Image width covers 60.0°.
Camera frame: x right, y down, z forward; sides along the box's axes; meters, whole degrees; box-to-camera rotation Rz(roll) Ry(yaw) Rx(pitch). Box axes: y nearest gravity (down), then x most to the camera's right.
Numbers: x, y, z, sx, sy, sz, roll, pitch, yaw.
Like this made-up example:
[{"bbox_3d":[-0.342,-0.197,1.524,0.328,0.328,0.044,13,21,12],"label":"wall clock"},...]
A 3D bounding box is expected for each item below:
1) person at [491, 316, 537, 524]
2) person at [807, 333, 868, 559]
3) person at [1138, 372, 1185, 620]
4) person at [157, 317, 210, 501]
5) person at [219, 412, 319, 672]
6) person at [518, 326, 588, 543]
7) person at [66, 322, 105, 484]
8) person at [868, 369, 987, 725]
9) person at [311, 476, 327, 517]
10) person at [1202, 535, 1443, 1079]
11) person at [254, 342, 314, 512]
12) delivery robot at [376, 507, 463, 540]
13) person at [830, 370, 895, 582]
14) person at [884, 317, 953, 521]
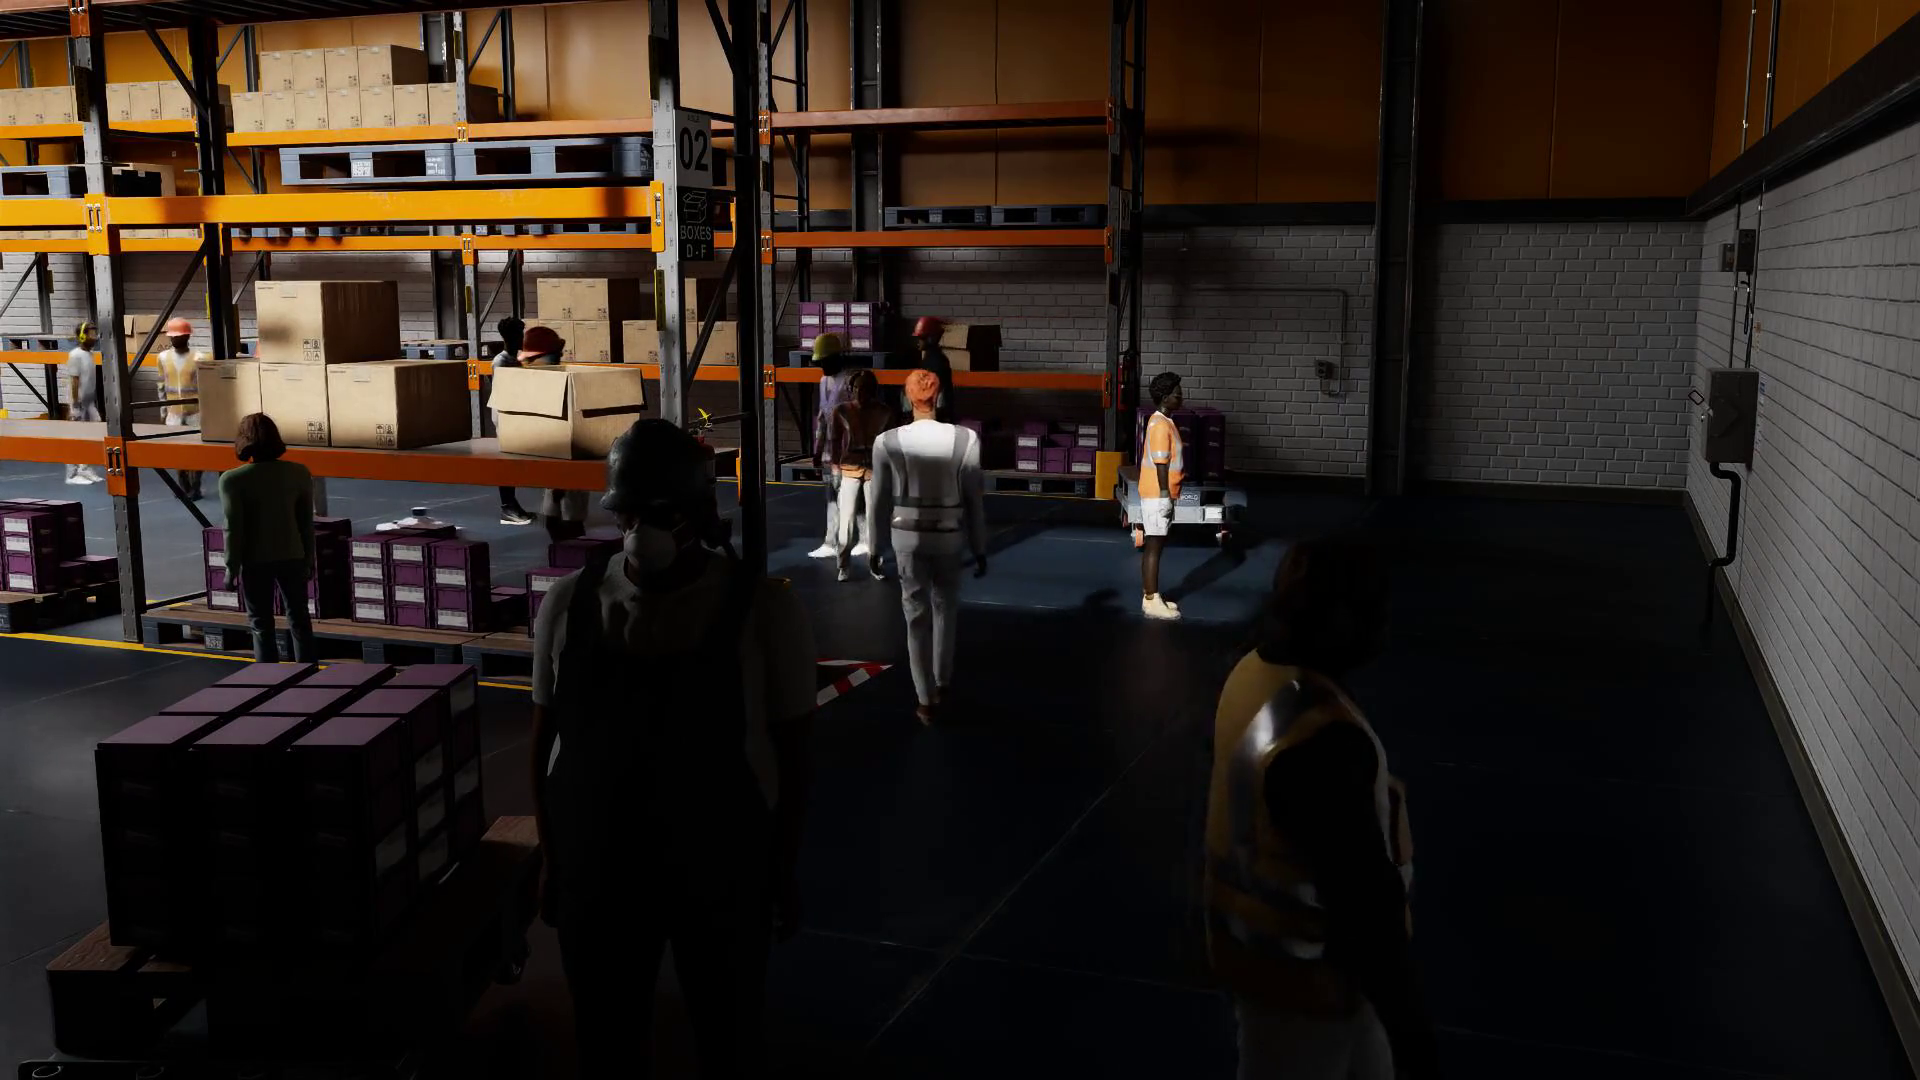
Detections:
[{"bbox_3d":[-4.257,-1.137,15.825,0.368,1.966,0.600,-1,9,-3],"label":"person"},{"bbox_3d":[-1.031,-0.773,13.819,0.801,1.870,0.608,-5,10,-28],"label":"person"},{"bbox_3d":[1.391,-0.310,11.480,0.322,1.697,0.533,1,9,7],"label":"person"},{"bbox_3d":[-8.055,-1.346,17.274,0.570,1.920,0.468,-1,9,-5],"label":"person"},{"bbox_3d":[-3.686,0.134,8.888,0.286,1.633,0.500,8,12,43],"label":"person"},{"bbox_3d":[-2.787,-0.479,11.587,0.505,2.016,0.622,-6,11,-32],"label":"person"},{"bbox_3d":[-9.886,-1.529,18.732,0.501,1.836,0.530,0,9,0],"label":"person"},{"bbox_3d":[-0.190,0.012,8.948,0.617,1.853,0.818,-1,9,-6],"label":"person"},{"bbox_3d":[-6.149,-1.000,15.401,0.627,1.837,0.430,-5,10,-29],"label":"person"},{"bbox_3d":[0.840,0.898,3.493,0.675,1.822,0.632,1,9,4],"label":"person"},{"bbox_3d":[-4.883,-0.516,12.021,0.573,1.934,0.383,5,10,30],"label":"person"},{"bbox_3d":[-4.181,-0.010,12.876,0.707,0.478,0.477,6,11,33],"label":"delivery robot"},{"bbox_3d":[-0.744,-0.493,12.822,0.514,1.636,0.315,-2,9,-12],"label":"person"},{"bbox_3d":[-0.399,-1.119,15.745,0.856,1.963,0.626,-2,9,-13],"label":"person"}]
